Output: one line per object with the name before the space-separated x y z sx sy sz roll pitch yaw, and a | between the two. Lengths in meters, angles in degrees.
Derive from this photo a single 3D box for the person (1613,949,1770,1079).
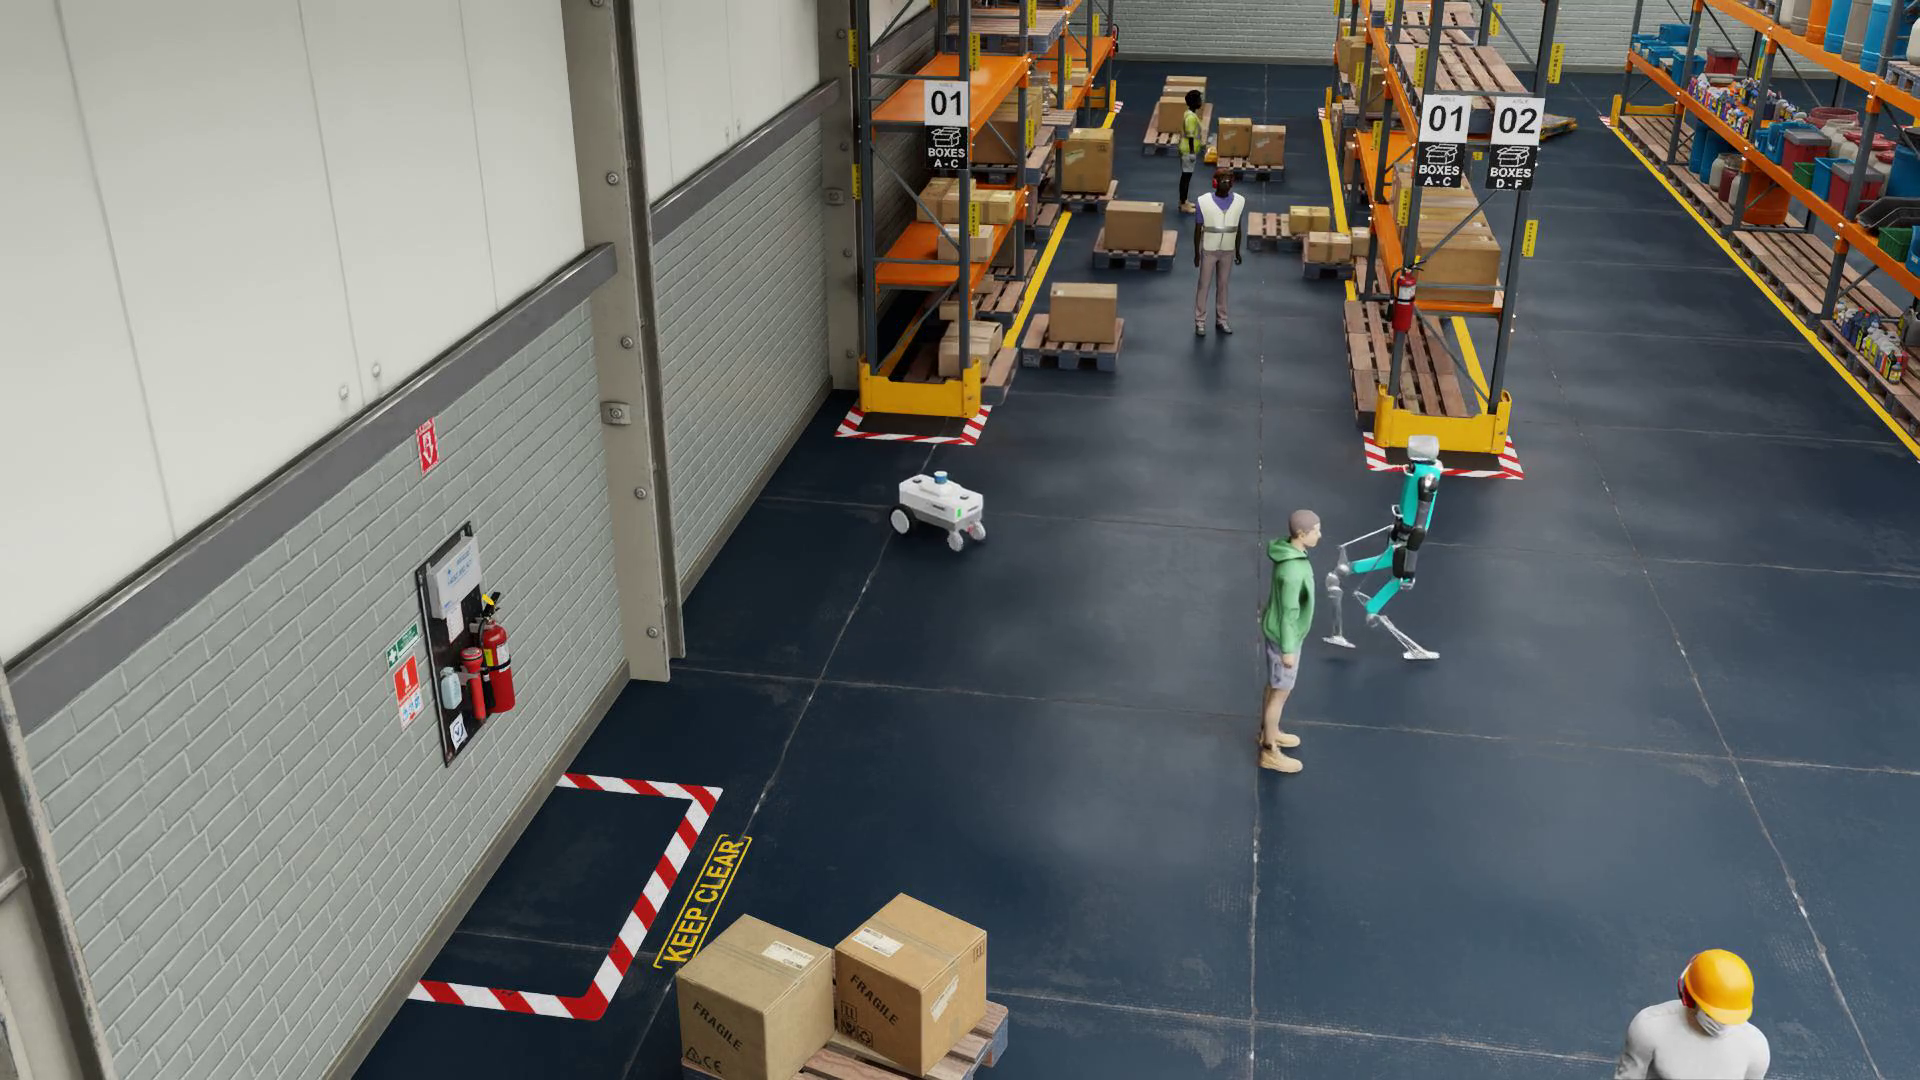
person | 2.759 2.347 6.427 0.569 1.889 0.388 7 26 14

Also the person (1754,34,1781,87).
person | 15.795 -9.756 32.481 0.334 1.759 0.524 -17 30 -33

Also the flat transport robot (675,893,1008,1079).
flat transport robot | -0.503 2.562 7.875 0.659 0.231 1.431 12 28 24

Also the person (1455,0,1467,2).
person | 9.331 -9.276 31.344 0.421 1.846 0.548 12 28 24

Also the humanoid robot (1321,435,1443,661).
humanoid robot | 2.874 0.099 11.468 1.025 1.763 0.558 3 25 6

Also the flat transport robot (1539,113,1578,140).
flat transport robot | 9.980 -7.088 28.527 0.659 0.231 1.431 22 33 39

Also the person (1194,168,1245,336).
person | 2.827 -3.174 18.284 0.563 1.849 0.390 -6 26 -13

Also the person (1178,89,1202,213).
person | 3.235 -5.466 23.364 0.318 1.699 0.534 1 25 3

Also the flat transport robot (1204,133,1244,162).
flat transport robot | 4.330 -6.352 26.953 0.659 0.231 1.431 5 25 10

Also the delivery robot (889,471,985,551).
delivery robot | -0.168 -0.271 13.608 0.805 0.601 0.499 20 32 36

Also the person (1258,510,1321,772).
person | 2.026 0.612 10.317 0.338 1.734 0.480 4 25 9
